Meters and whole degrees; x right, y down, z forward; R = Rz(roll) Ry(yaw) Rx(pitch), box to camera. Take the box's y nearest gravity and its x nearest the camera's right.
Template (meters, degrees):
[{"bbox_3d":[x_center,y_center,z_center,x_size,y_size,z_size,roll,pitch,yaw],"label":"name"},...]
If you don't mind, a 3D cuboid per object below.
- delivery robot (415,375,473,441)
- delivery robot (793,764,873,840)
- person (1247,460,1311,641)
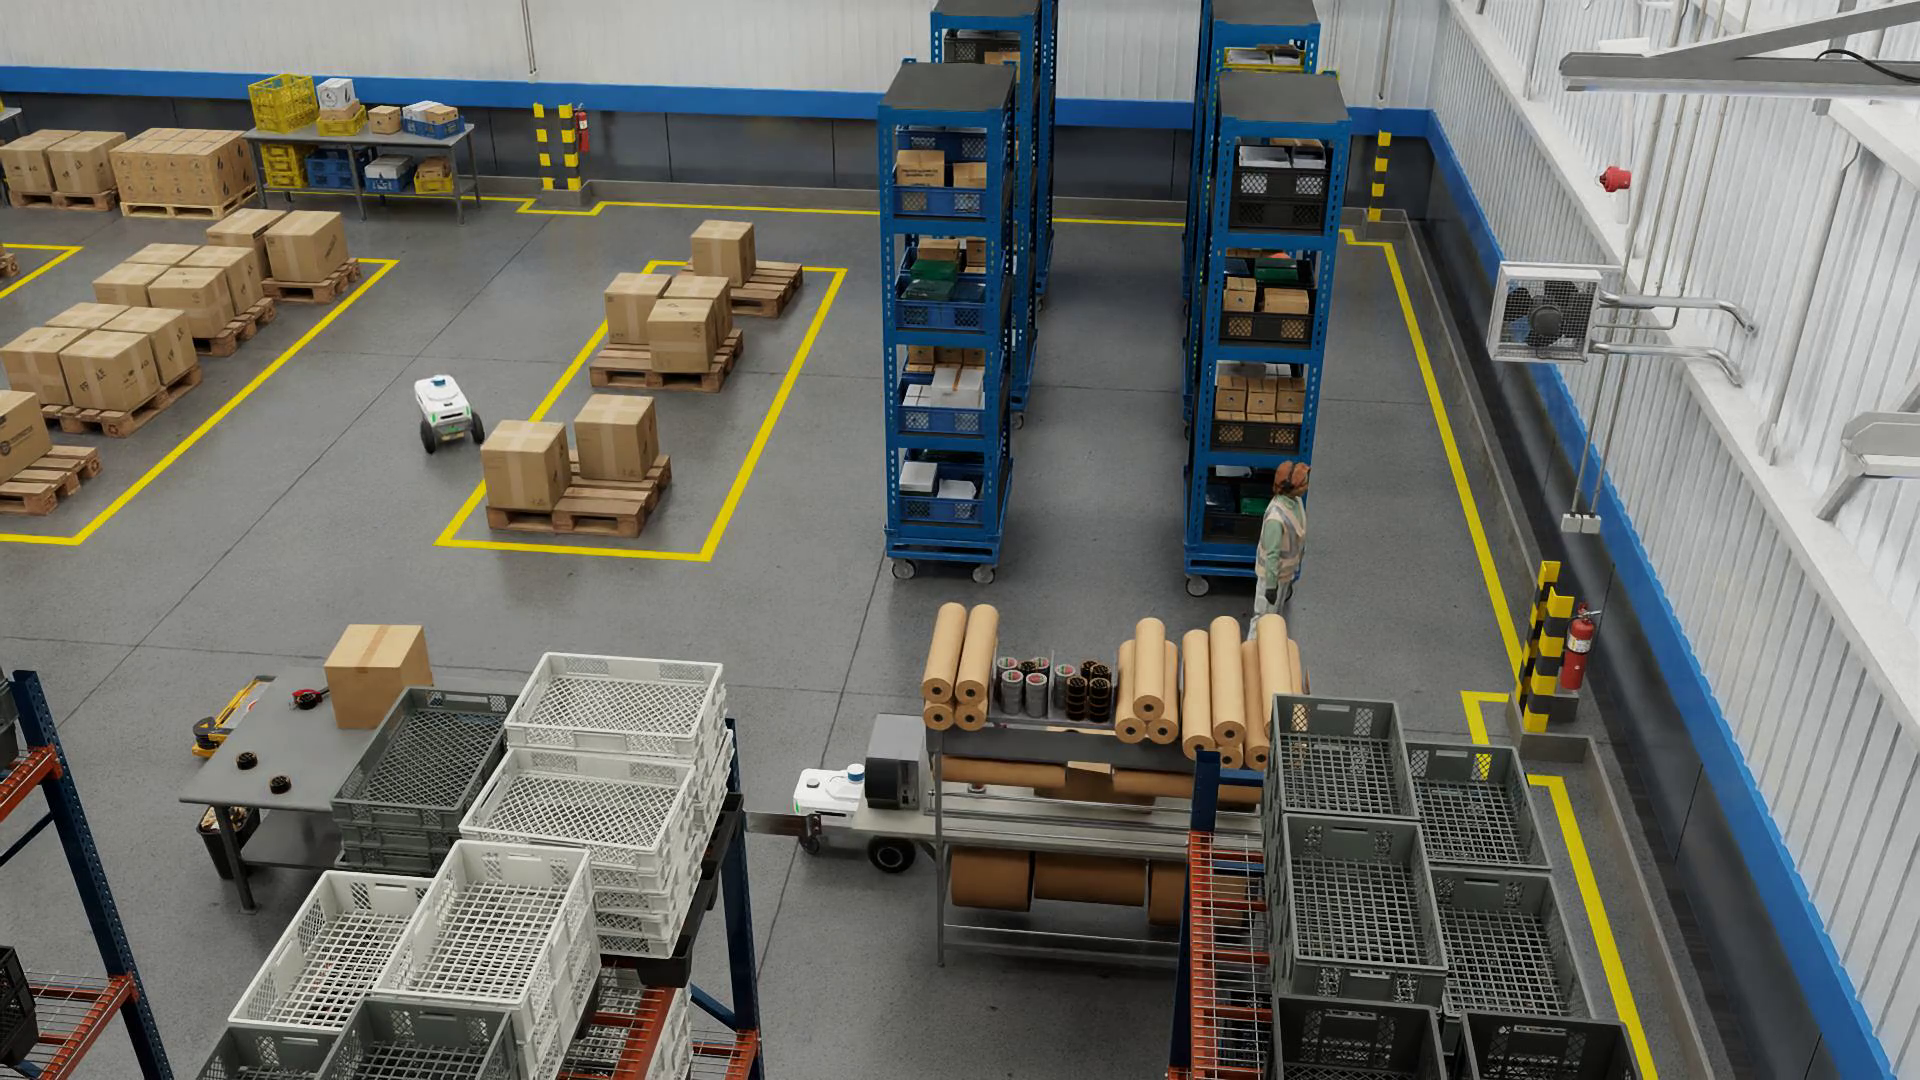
[{"bbox_3d":[-4.445,-1.176,14.296,0.477,0.478,0.707,-15,33,-23],"label":"delivery robot"},{"bbox_3d":[-0.599,1.520,9.665,0.707,0.478,0.477,4,31,7],"label":"delivery robot"},{"bbox_3d":[2.088,0.212,10.938,0.312,1.632,0.514,13,33,22],"label":"person"}]
